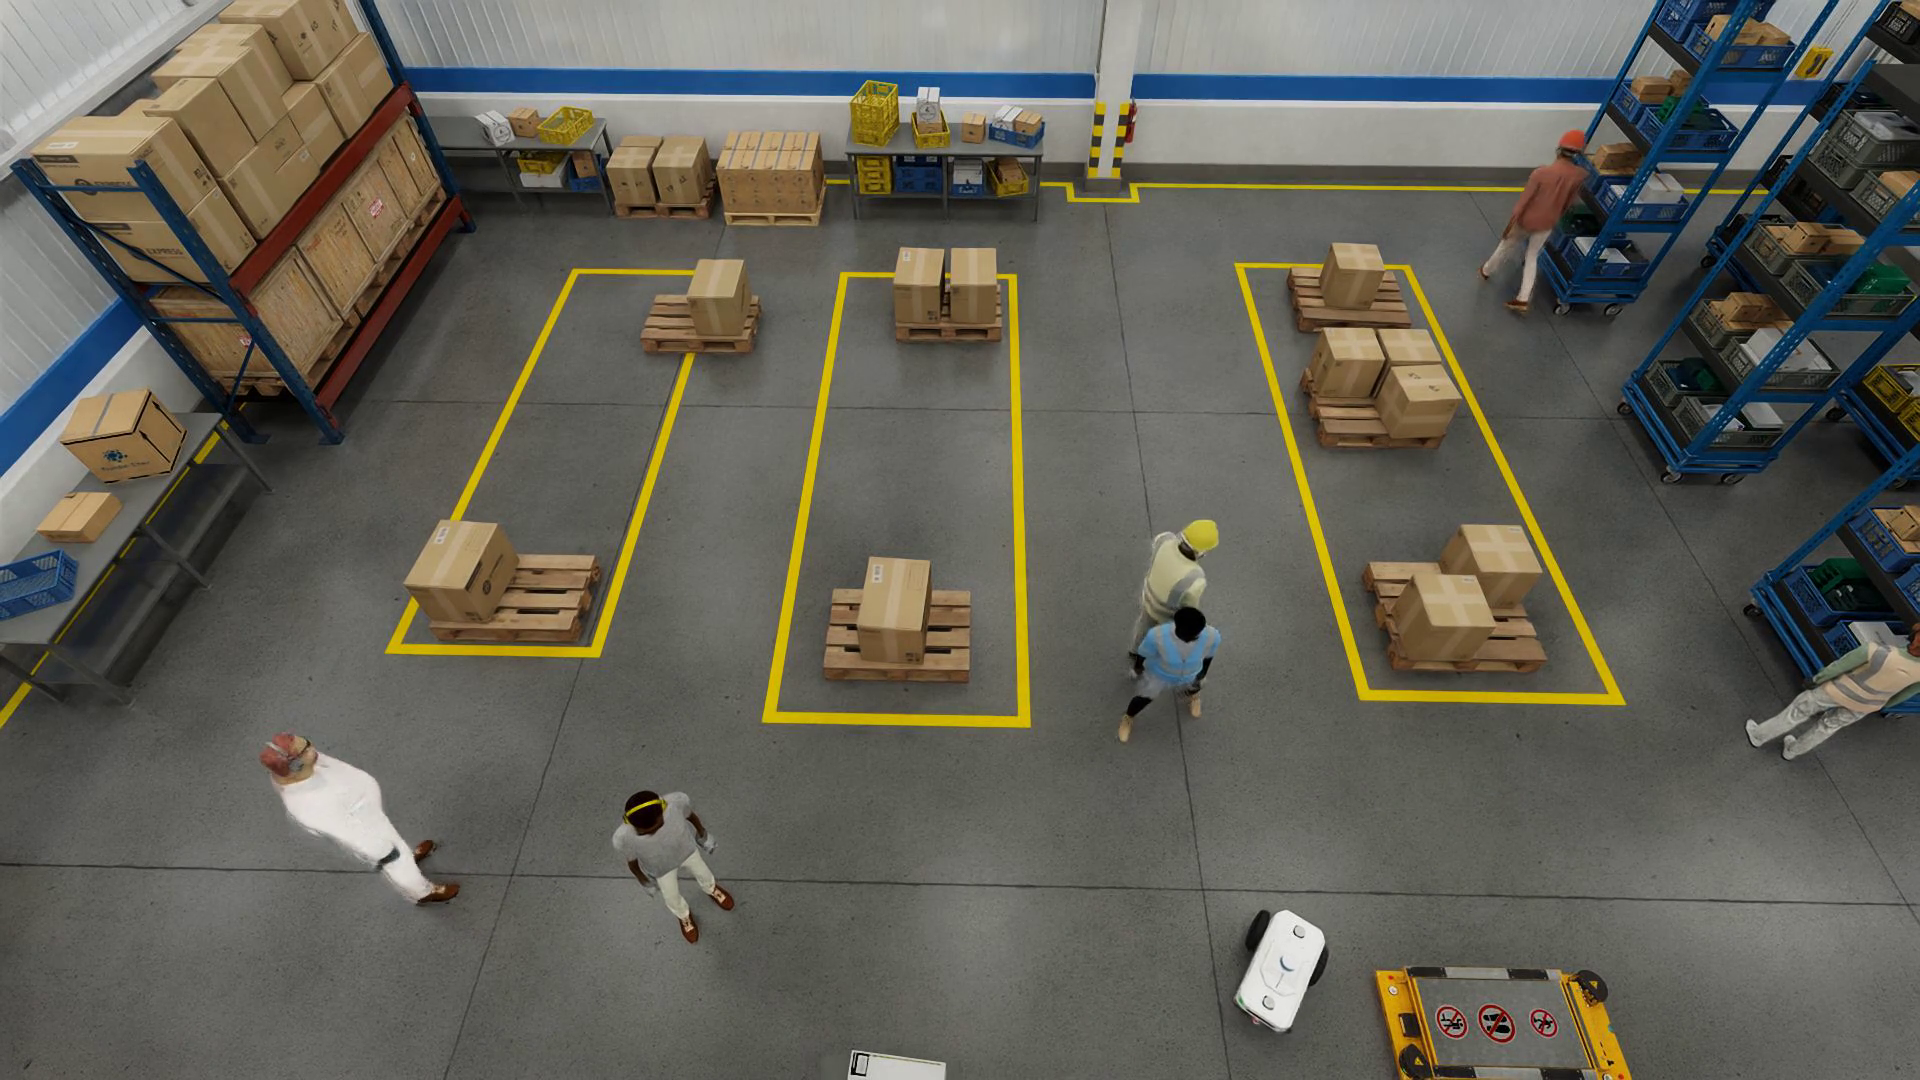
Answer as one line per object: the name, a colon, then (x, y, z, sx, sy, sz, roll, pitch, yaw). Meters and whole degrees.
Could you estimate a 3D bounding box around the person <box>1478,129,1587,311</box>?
person: (6.504, -3.582, 10.322, 0.635, 1.945, 1.011, 5, 51, 4)

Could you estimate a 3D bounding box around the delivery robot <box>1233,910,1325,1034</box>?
delivery robot: (2.077, 2.799, 5.947, 0.477, 0.478, 0.707, 28, 56, 21)

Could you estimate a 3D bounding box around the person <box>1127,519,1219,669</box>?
person: (1.632, 0.462, 7.107, 0.458, 1.802, 0.655, -21, 54, -16)

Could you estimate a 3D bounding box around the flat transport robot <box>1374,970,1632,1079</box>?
flat transport robot: (3.501, 3.133, 5.914, 1.431, 0.197, 0.652, 1, 51, 1)

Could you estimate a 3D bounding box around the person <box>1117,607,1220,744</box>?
person: (1.597, 0.945, 6.813, 0.721, 1.656, 0.466, 0, 51, 0)

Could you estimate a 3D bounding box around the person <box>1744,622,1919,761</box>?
person: (6.487, 1.123, 6.680, 0.524, 1.630, 0.324, 19, 53, 15)

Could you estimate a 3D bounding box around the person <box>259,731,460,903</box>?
person: (-3.884, 1.811, 5.965, 0.731, 1.891, 0.404, 35, 59, 25)

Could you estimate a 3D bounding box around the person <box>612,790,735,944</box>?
person: (-1.796, 2.022, 5.800, 0.520, 1.865, 0.333, -35, 59, -25)
